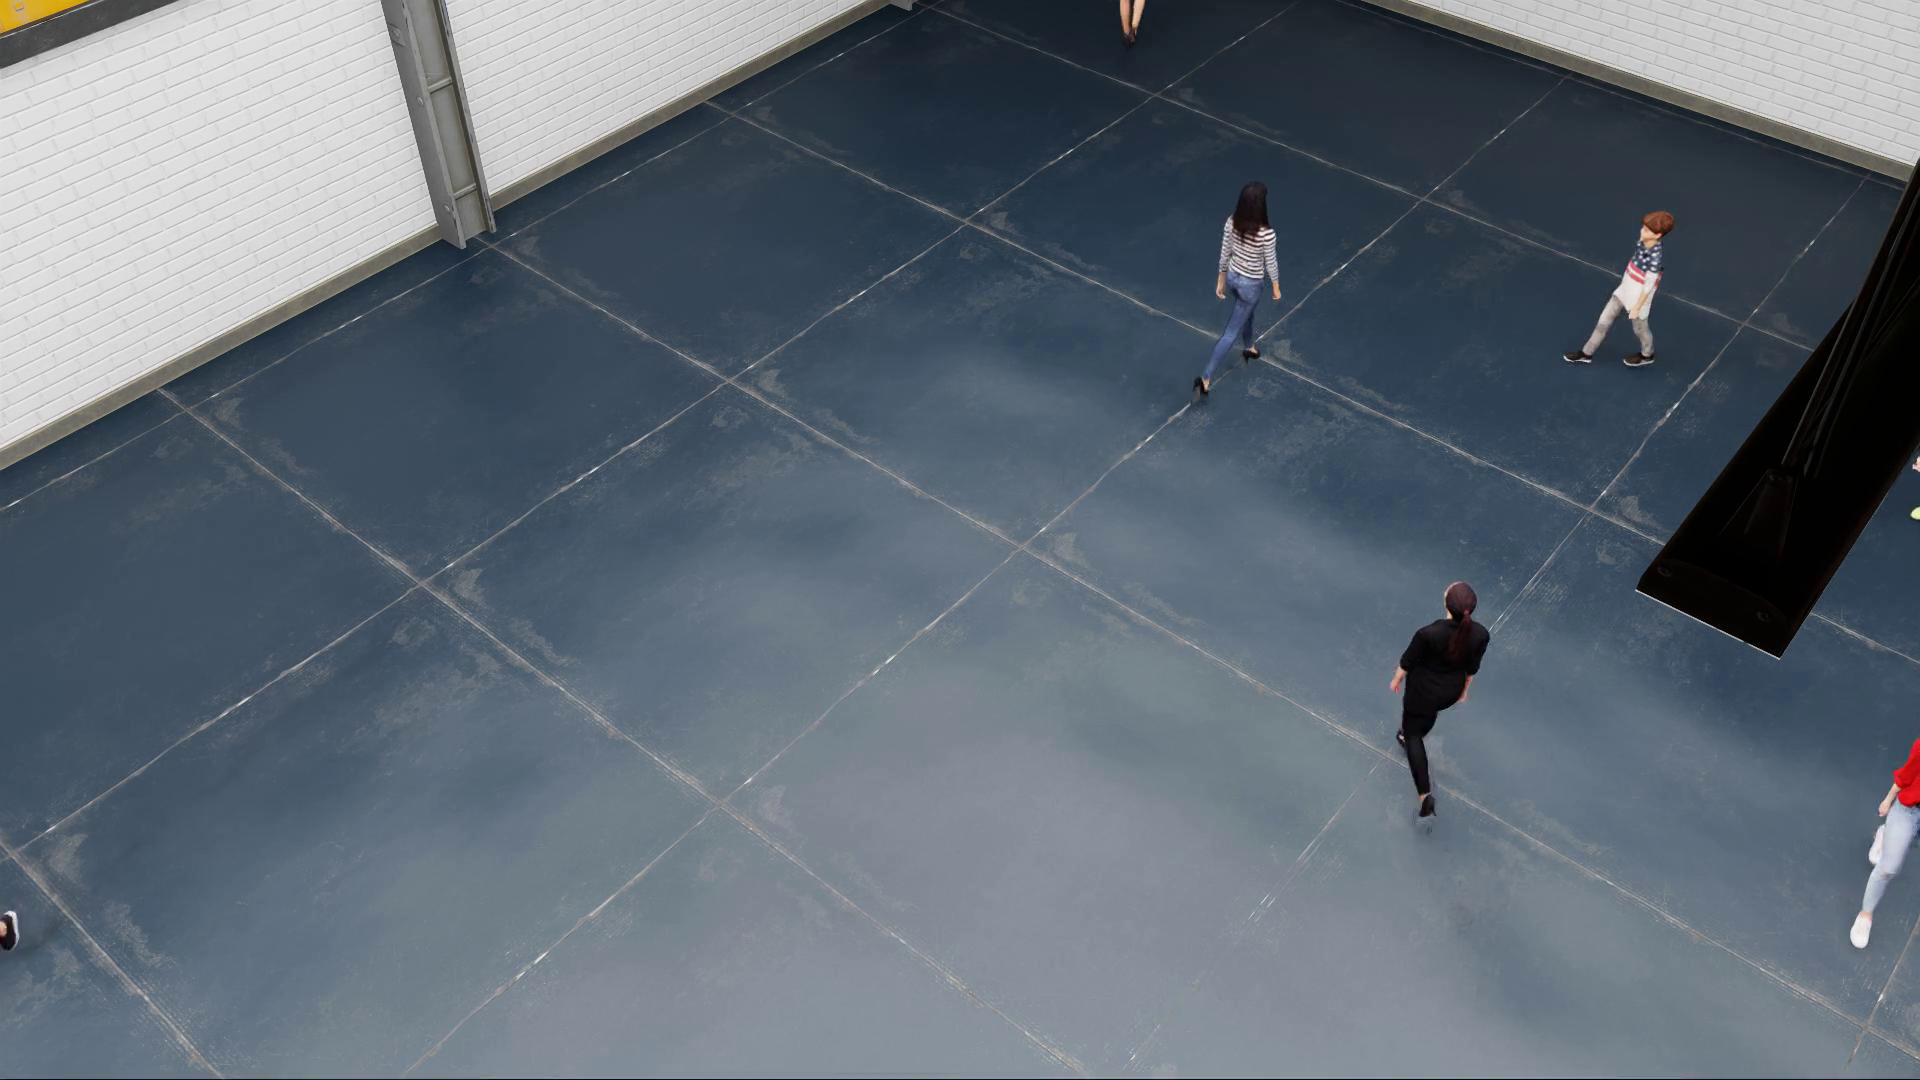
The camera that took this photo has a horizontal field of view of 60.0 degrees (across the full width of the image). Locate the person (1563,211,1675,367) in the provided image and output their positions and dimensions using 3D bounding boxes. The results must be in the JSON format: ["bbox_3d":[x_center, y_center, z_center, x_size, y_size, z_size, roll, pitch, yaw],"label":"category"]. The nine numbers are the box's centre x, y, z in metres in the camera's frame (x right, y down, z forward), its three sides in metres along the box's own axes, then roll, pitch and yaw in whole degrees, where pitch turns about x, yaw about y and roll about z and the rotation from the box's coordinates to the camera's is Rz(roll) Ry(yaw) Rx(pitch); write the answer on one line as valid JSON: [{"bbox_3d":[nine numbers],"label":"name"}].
[{"bbox_3d":[5.344,-1.922,13.000,0.982,1.404,0.915,-3,44,-4],"label":"person"}]

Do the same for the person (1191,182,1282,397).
[{"bbox_3d":[2.112,-1.850,12.673,0.670,1.751,1.138,34,53,30],"label":"person"}]

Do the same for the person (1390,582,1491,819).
[{"bbox_3d":[2.803,0.956,9.815,1.039,1.631,1.092,-4,44,-4],"label":"person"}]

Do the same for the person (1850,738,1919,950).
[{"bbox_3d":[5.370,1.475,9.244,0.803,1.668,1.168,18,46,18],"label":"person"}]
